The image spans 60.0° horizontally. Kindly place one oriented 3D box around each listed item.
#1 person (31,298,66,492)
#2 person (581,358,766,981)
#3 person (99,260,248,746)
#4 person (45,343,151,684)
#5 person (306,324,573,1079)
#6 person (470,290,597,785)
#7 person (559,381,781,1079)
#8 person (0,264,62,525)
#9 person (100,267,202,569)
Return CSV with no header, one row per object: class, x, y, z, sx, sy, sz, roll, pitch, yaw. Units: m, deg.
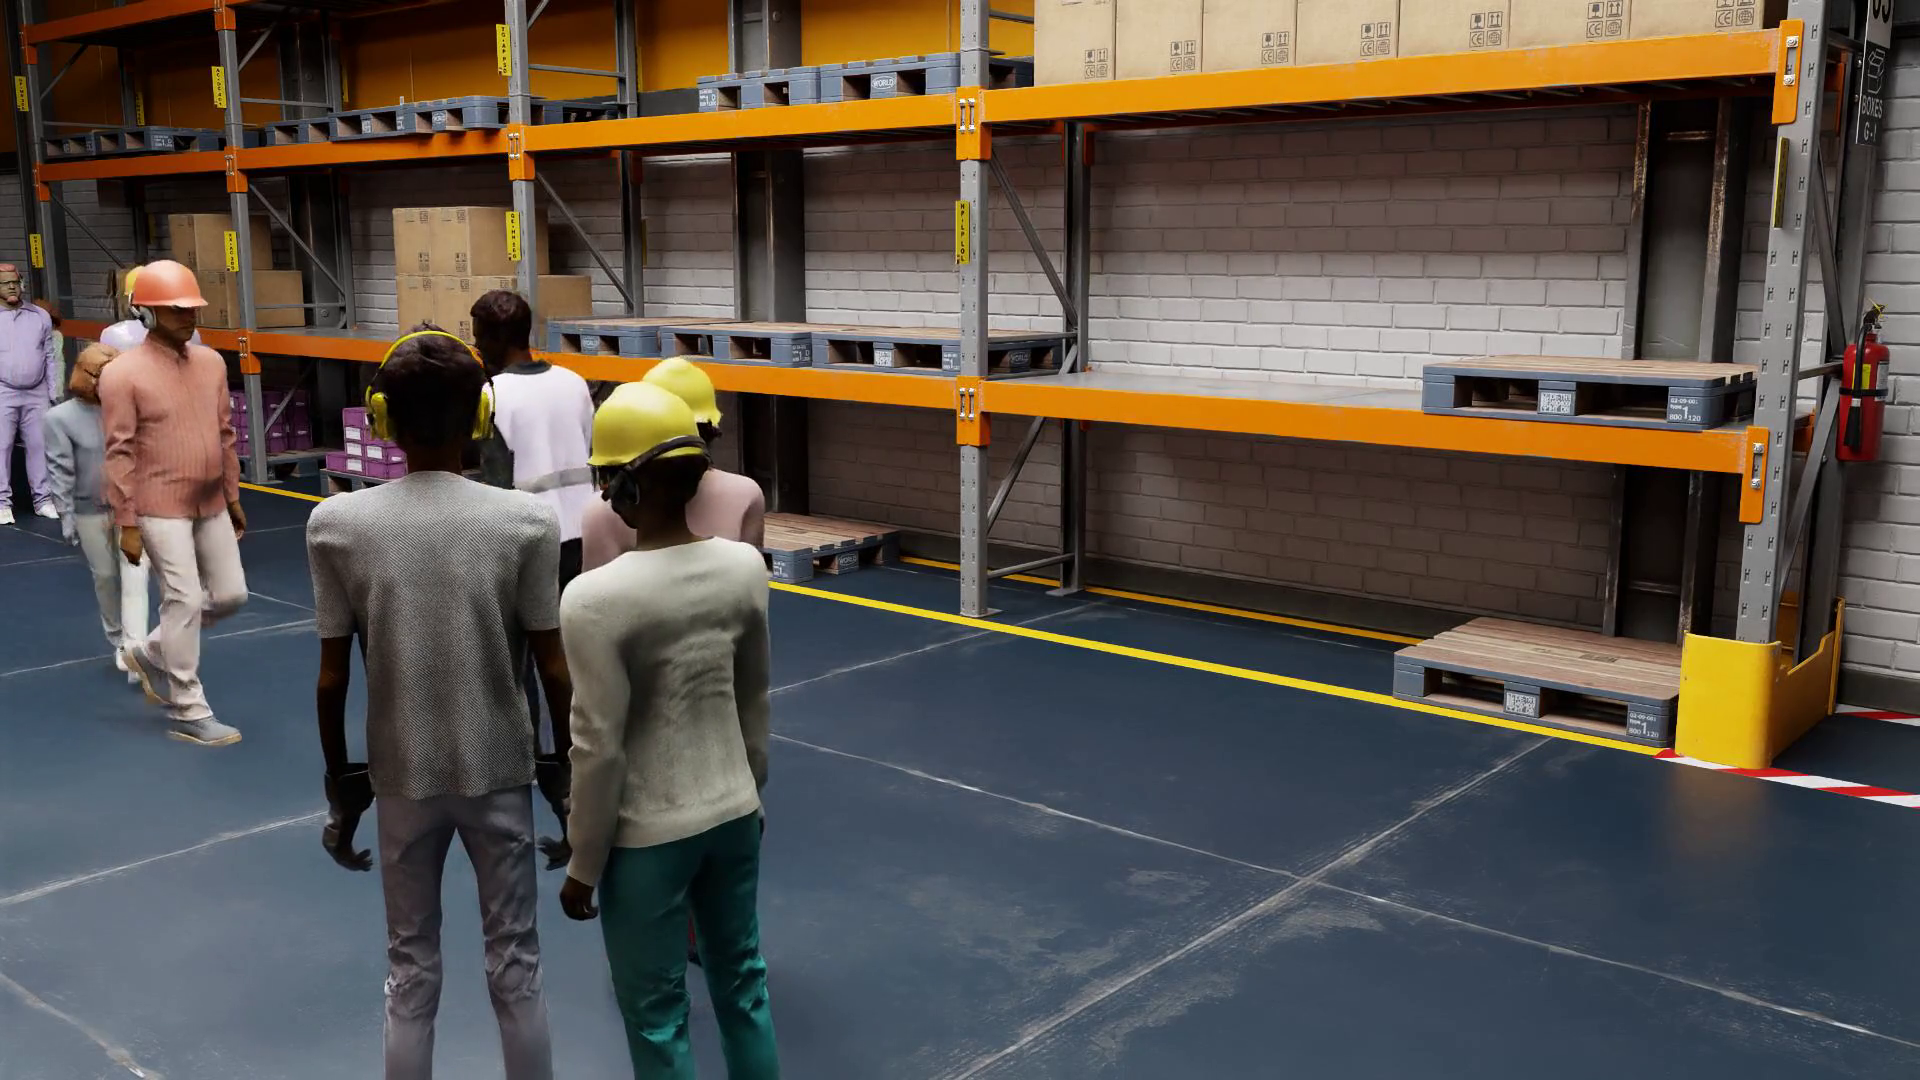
person,-7.551,-1.199,13.834,0.657,1.605,0.362,6,12,33
person,-0.741,0.388,4.407,0.532,1.739,0.449,-7,12,-35
person,-3.244,-0.148,6.802,0.592,1.975,0.636,3,10,18
person,-3.924,-0.121,7.736,0.513,1.580,0.830,-5,11,-28
person,-1.034,0.502,3.405,0.533,1.871,0.320,-2,10,-9
person,-1.488,0.023,6.159,0.709,1.879,0.608,6,12,31
person,-0.592,0.567,3.339,0.330,1.765,0.533,7,12,36
person,-6.969,-1.076,12.291,0.410,1.909,0.643,7,12,36
person,-5.009,-0.728,10.306,0.623,1.897,0.812,-8,13,-40
